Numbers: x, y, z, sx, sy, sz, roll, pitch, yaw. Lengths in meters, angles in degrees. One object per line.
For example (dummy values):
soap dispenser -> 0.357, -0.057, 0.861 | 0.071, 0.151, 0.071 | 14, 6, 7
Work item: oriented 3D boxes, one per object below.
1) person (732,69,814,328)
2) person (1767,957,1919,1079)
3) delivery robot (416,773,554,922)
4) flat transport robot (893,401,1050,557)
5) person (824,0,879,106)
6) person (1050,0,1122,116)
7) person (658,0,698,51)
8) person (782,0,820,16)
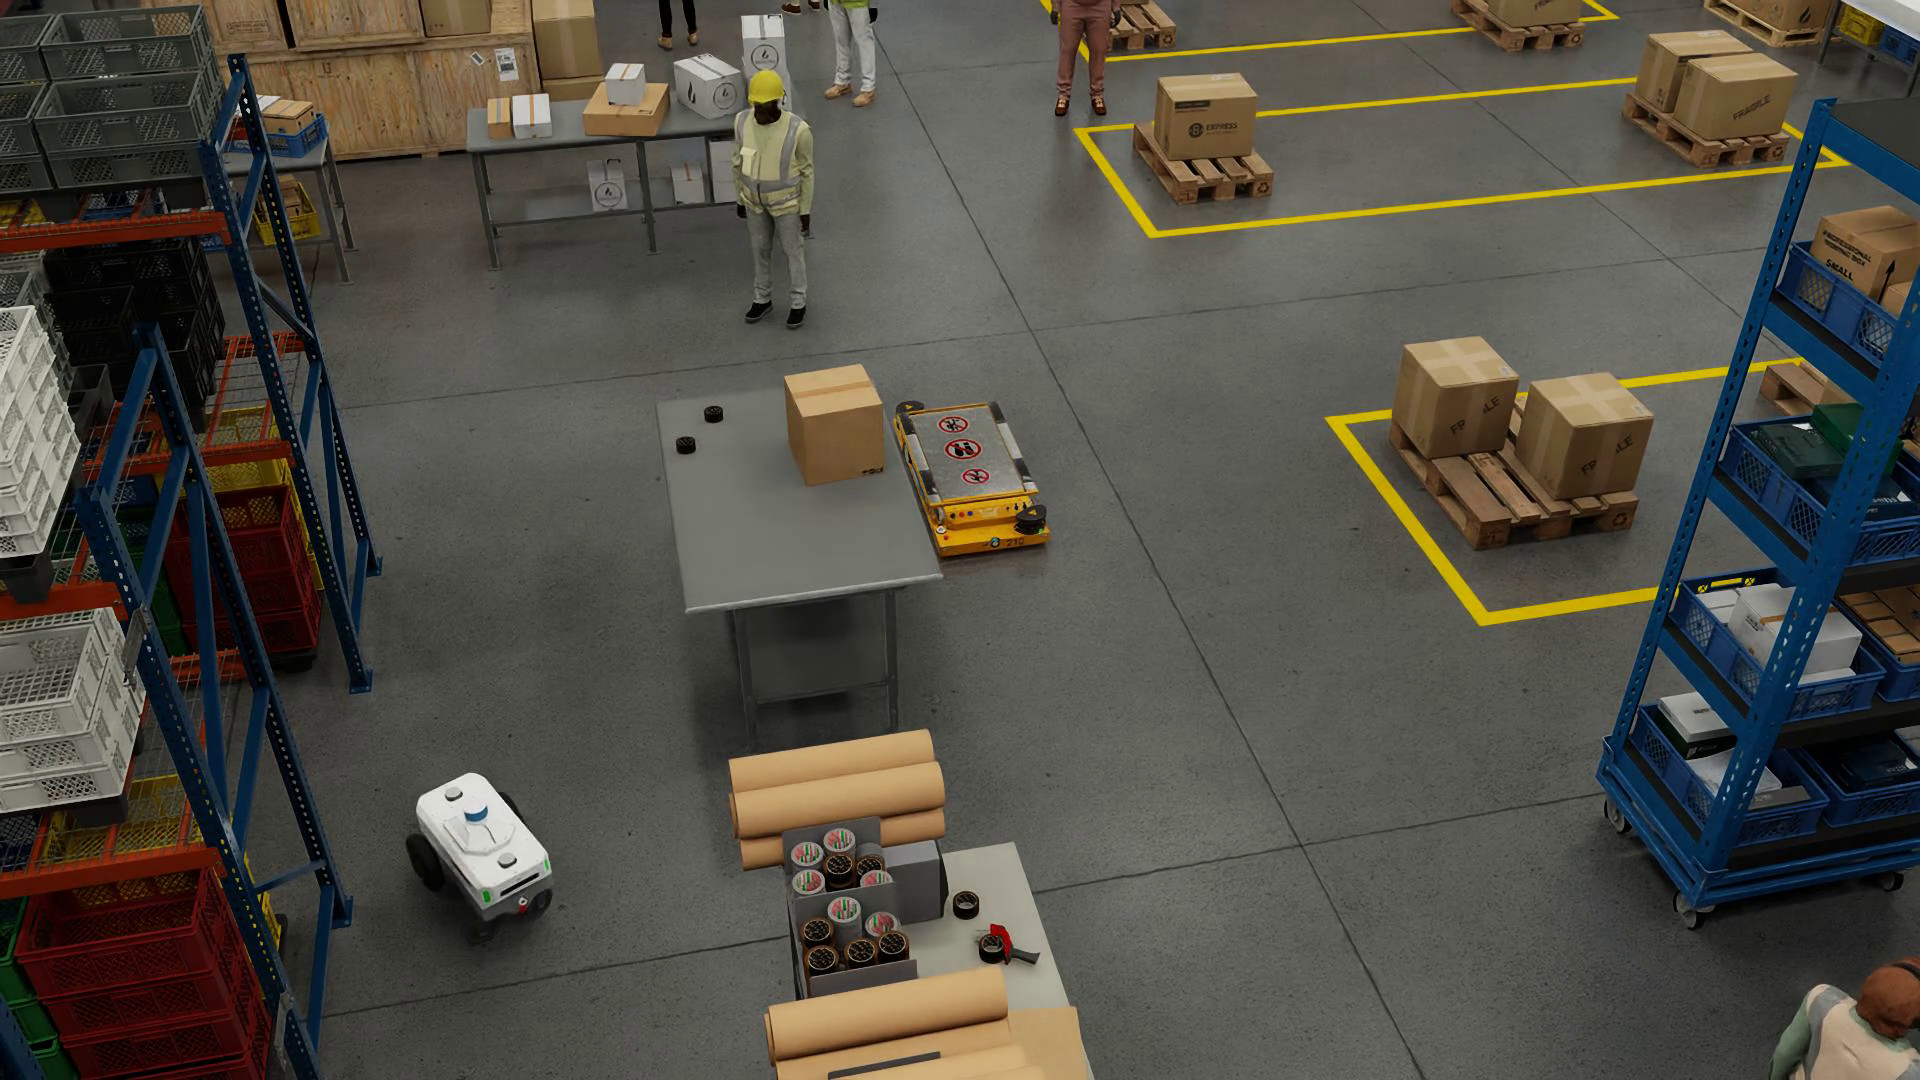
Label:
person -> -1.281, -2.321, 11.348 | 0.587, 1.836, 0.404 | 11, 38, 15
person -> 2.974, 2.018, 5.681 | 0.310, 1.636, 0.523 | -19, 41, -24
delivery robot -> -2.120, 1.351, 7.404 | 0.477, 0.478, 0.707 | -26, 44, -31
flat transport robot -> 0.046, -0.430, 10.108 | 0.652, 0.197, 1.431 | -8, 37, -10
person -> -0.973, -4.756, 14.616 | 0.636, 1.842, 0.429 | 25, 43, 29
person -> 1.090, -4.623, 14.385 | 0.650, 1.907, 0.409 | -1, 37, -1
person -> -2.753, -5.504, 15.741 | 0.532, 1.696, 0.319 | -15, 39, -19
person -> -1.631, -6.179, 16.506 | 0.532, 1.868, 0.310 | -19, 41, -23
